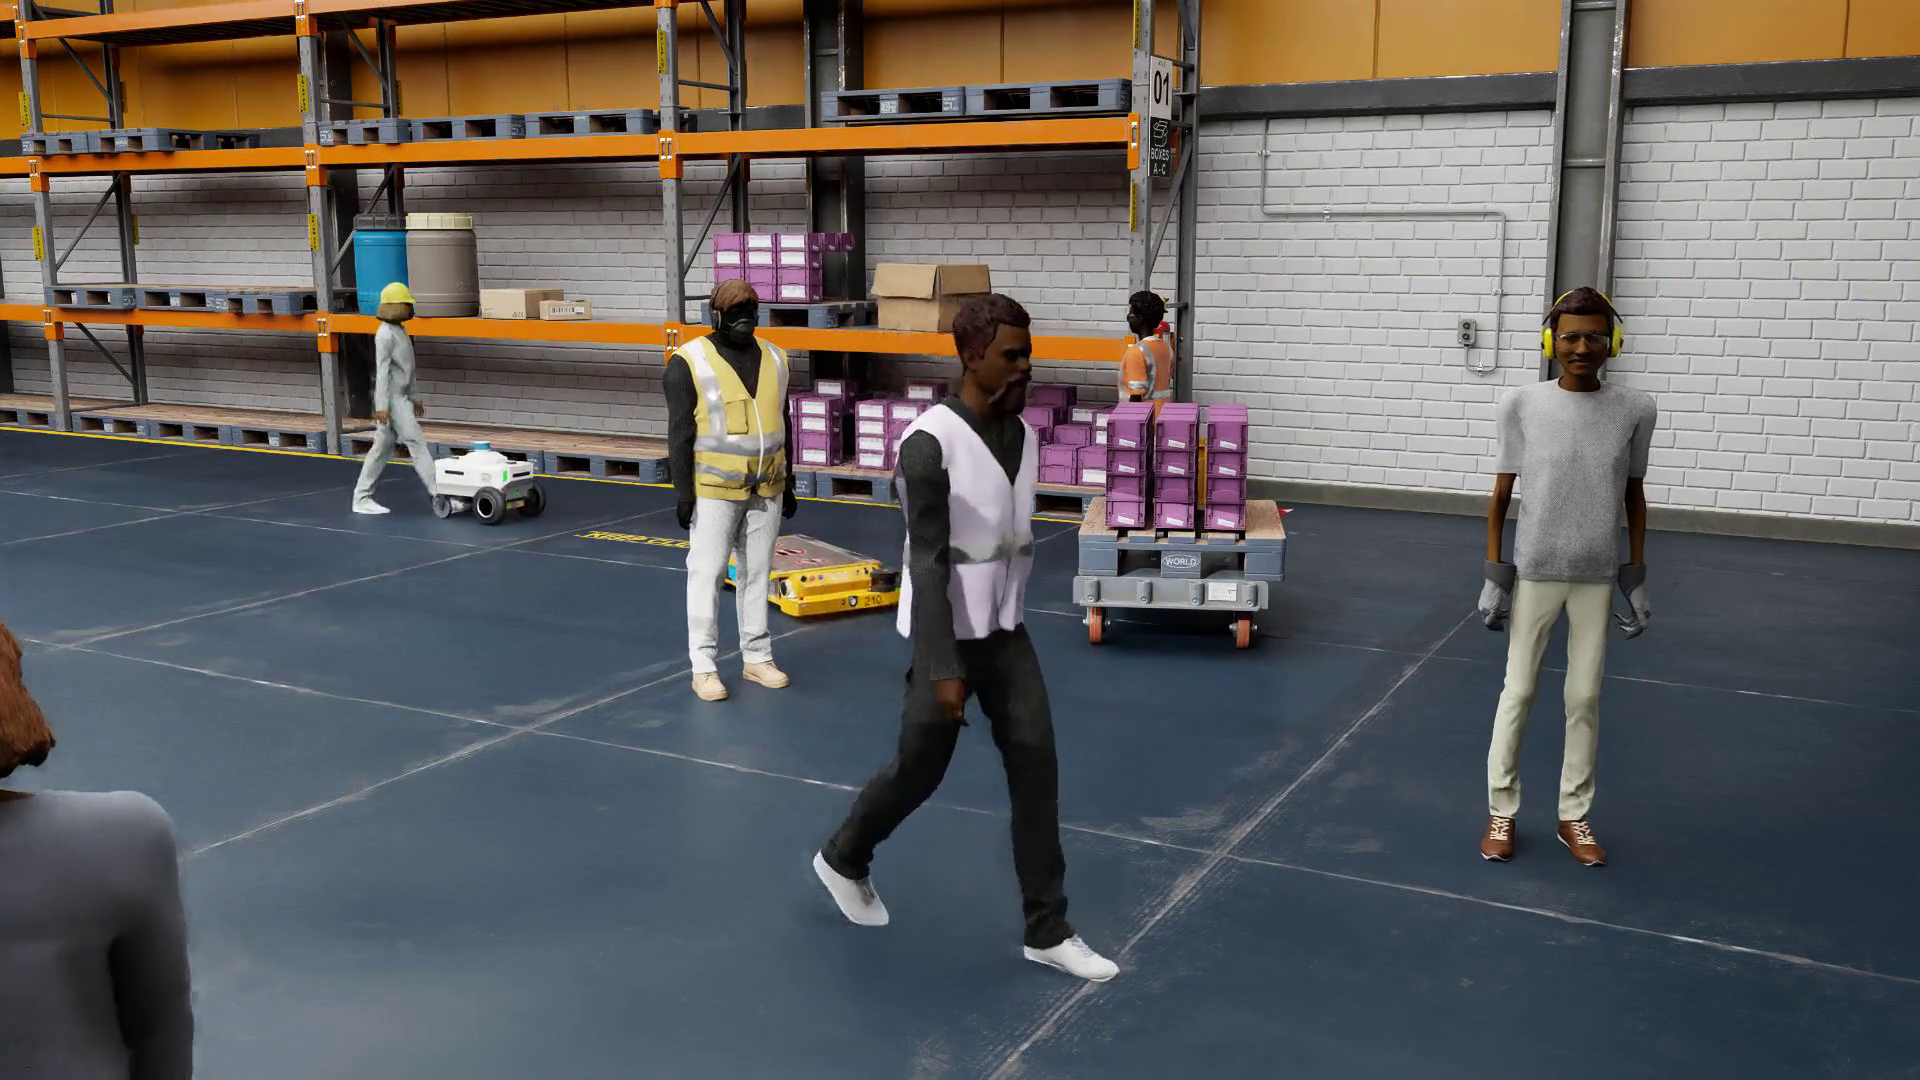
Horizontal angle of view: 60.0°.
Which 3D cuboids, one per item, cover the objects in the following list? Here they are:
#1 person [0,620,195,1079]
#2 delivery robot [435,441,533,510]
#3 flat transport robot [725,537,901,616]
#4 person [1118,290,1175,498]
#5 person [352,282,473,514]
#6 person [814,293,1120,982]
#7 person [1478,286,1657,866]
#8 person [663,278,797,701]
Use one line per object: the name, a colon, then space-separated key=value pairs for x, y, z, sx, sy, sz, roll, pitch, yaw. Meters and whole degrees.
person: x=-1.240 y=0.842 z=2.136 sx=0.498 sy=1.601 sz=0.809 roll=-7 pitch=13 yaw=-35
delivery robot: x=-3.417 y=-0.466 z=11.934 sx=0.707 sy=0.478 sz=0.477 roll=5 pitch=11 yaw=27
flat transport robot: x=-0.943 y=0.176 z=9.461 sx=0.652 sy=0.197 sz=1.431 roll=-6 pitch=12 yaw=-31
person: x=1.134 y=-0.677 z=10.230 sx=0.318 sy=1.697 sz=0.533 roll=5 pitch=12 yaw=28
person: x=-4.049 y=-1.017 z=12.086 sx=0.892 sy=1.689 sz=0.501 roll=-1 pitch=10 yaw=-6
person: x=-0.015 y=0.253 z=4.648 sx=0.949 sy=1.884 sz=0.588 roll=8 pitch=13 yaw=37
person: x=1.951 y=0.125 z=5.357 sx=0.530 sy=1.869 sz=0.311 roll=2 pitch=10 yaw=8
person: x=-0.984 y=-0.225 z=7.351 sx=0.629 sy=1.842 sz=0.429 roll=-8 pitch=13 yaw=-38
